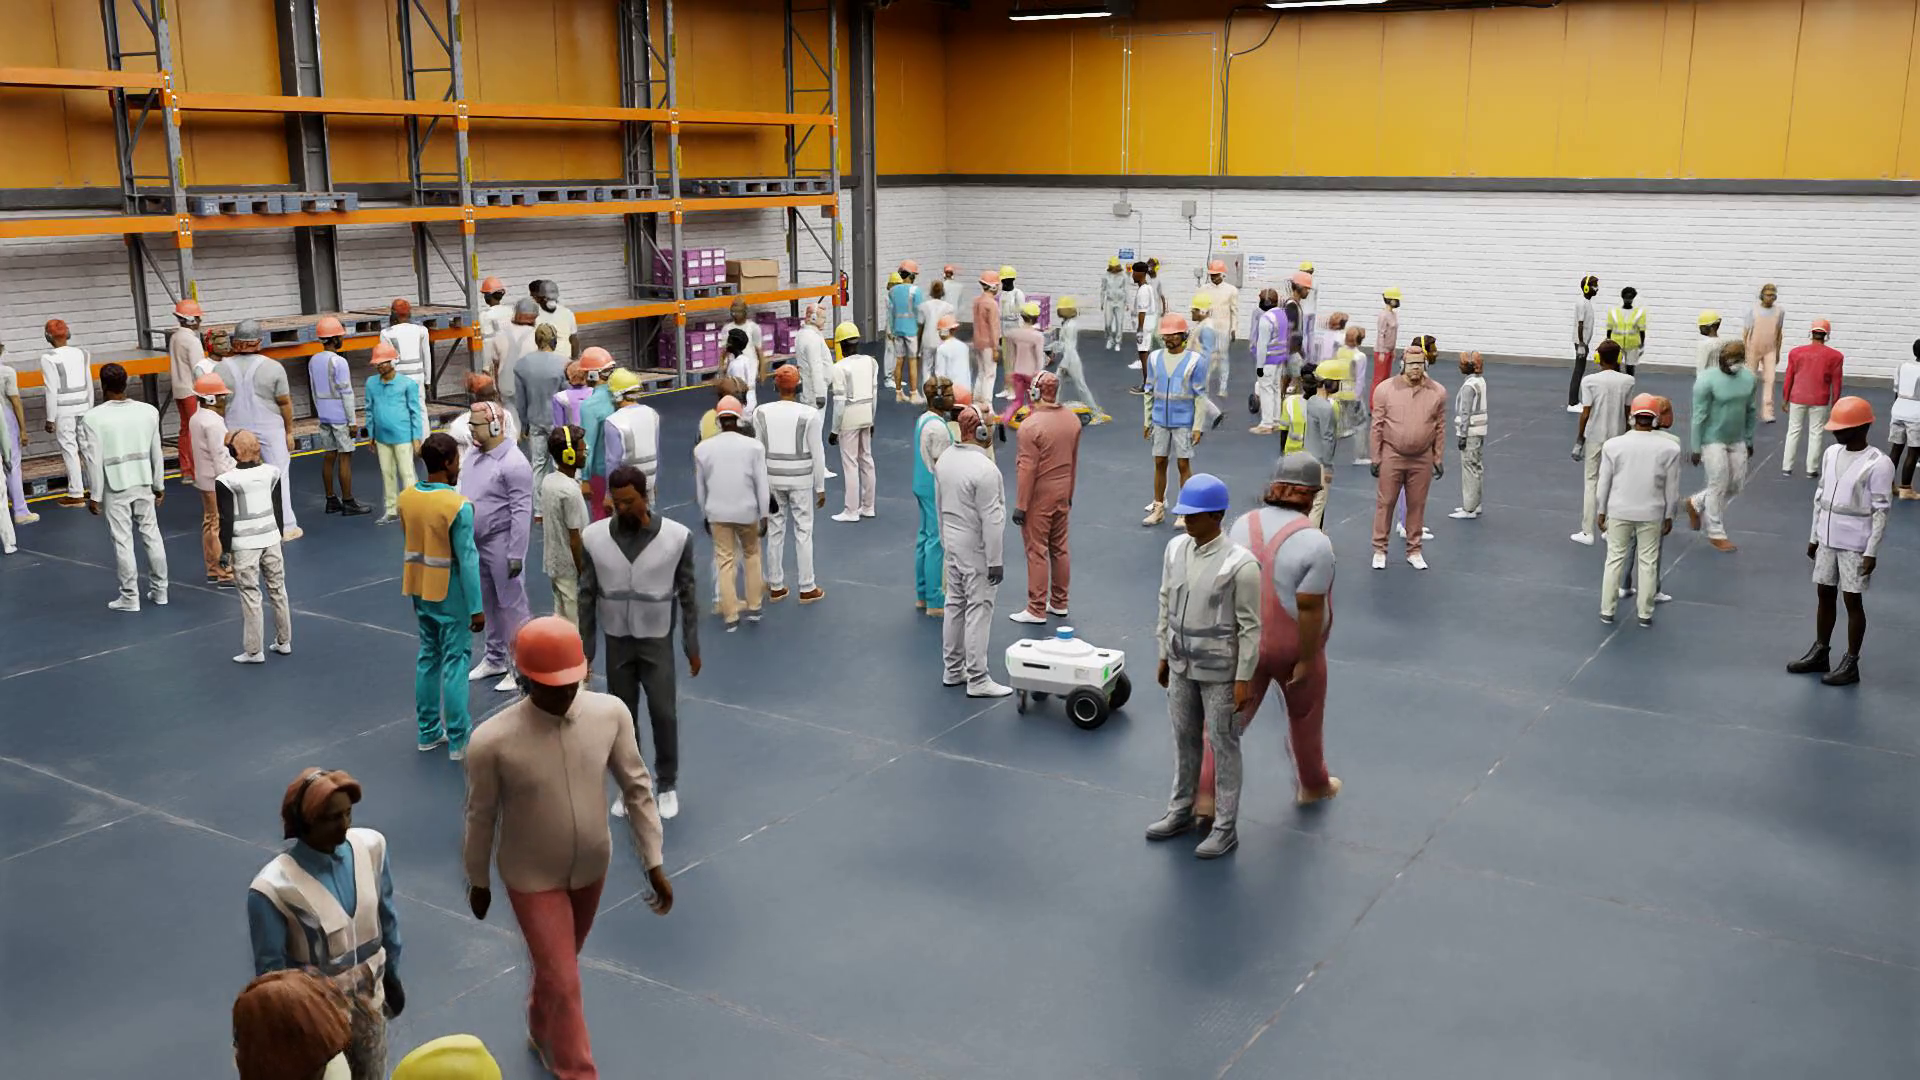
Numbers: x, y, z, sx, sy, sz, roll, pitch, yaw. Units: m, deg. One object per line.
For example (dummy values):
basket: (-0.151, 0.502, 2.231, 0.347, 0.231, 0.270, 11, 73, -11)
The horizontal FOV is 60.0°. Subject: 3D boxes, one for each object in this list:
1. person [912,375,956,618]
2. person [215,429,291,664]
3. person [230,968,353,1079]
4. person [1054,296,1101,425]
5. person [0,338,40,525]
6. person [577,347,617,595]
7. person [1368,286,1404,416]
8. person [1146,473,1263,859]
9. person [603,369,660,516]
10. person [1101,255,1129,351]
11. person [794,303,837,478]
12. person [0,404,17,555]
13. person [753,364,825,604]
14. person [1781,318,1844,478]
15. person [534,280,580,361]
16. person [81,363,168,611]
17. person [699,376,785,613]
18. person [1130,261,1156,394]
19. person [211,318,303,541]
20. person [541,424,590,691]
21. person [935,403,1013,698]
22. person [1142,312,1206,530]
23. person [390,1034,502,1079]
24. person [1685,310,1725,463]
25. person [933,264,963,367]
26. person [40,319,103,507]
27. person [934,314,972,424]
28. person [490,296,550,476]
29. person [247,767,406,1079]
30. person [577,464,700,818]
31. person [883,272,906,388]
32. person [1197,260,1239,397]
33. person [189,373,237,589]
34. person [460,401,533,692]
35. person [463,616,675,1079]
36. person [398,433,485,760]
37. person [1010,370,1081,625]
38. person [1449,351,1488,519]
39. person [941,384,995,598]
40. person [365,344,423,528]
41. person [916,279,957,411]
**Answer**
person: (-0.181, -0.333, 12.677, 0.351, 1.846, 0.506, -4, 13, -15)
person: (-4.881, 0.044, 11.497, 0.308, 1.640, 0.511, 7, 15, 28)
person: (-1.538, 1.775, 4.022, 0.397, 1.615, 0.519, -3, 13, -14)
person: (1.433, -2.324, 21.650, 0.925, 1.690, 0.491, -2, 13, -8)
person: (-9.121, -1.049, 15.785, 0.514, 1.843, 0.328, 0, 13, 2)
person: (-2.845, -0.553, 13.329, 0.406, 1.987, 0.615, 5, 14, 22)
person: (5.768, -2.534, 22.424, 0.350, 1.758, 0.522, 8, 15, 32)
person: (1.217, 0.622, 8.311, 0.406, 1.946, 0.608, -10, 17, -38)
person: (-2.633, -0.449, 13.250, 0.422, 1.820, 0.602, 7, 15, 29)
person: (2.790, -4.259, 29.970, 0.518, 1.723, 0.407, 2, 13, 7)
person: (-1.579, -1.637, 18.217, 0.407, 1.902, 0.639, -4, 14, -18)
person: (-8.561, -0.651, 14.512, 0.523, 1.638, 0.310, -10, 16, -36)
person: (-1.329, -0.434, 13.029, 0.587, 1.883, 0.342, 4, 14, 16)
person: (9.316, -1.552, 18.201, 0.578, 1.737, 0.355, 7, 15, 28)
person: (-4.958, -2.180, 20.260, 0.698, 2.000, 0.807, -10, 16, -36)
person: (-6.422, -0.406, 12.834, 0.376, 1.917, 0.600, 8, 15, 32)
person: (-1.612, -0.359, 12.848, 0.767, 1.822, 0.649, -9, 15, -33)
person: (2.701, -3.142, 24.630, 0.385, 1.957, 0.603, 2, 13, 10)
person: (-6.382, -0.998, 15.137, 0.673, 2.000, 0.535, -1, 13, -5)
person: (-2.391, 0.216, 10.241, 0.335, 1.873, 0.521, -8, 15, -30)
person: (0.105, 0.064, 10.814, 0.402, 1.910, 0.652, -8, 15, -30)
person: (1.997, -1.117, 15.645, 0.608, 2.044, 0.377, 7, 15, 29)
person: (-1.034, 1.841, 3.439, 0.340, 1.762, 0.525, -5, 14, -20)
person: (8.553, -1.753, 19.053, 0.545, 1.751, 0.376, -10, 16, -37)
person: (-0.250, -3.708, 27.626, 0.585, 1.705, 0.653, -8, 15, -30)
person: (-8.917, -1.272, 16.660, 0.337, 1.884, 0.585, 4, 14, 16)
person: (-0.051, -1.712, 18.951, 0.794, 1.719, 0.603, 8, 15, 32)
person: (-4.718, -1.625, 17.855, 0.695, 2.000, 0.815, 3, 13, 11)
person: (-1.984, 1.489, 5.257, 0.318, 1.630, 0.520, 7, 15, 28)
person: (-1.697, 0.529, 8.805, 0.623, 1.917, 0.413, 0, 13, 0)
person: (-0.980, -3.205, 25.361, 0.317, 1.743, 0.488, 5, 14, 20)
person: (3.745, -3.087, 24.306, 0.616, 1.989, 0.394, 6, 14, 25)
person: (-6.033, -0.485, 13.535, 0.327, 1.753, 0.561, -10, 16, -38)
person: (-3.072, 0.036, 10.944, 0.643, 1.909, 0.410, 11, 17, 40)
person: (-1.429, 1.178, 5.973, 0.609, 1.929, 1.092, -11, 17, -40)
person: (-3.011, 0.331, 9.663, 0.592, 1.911, 0.383, 9, 16, 34)
person: (0.617, -0.321, 12.492, 0.409, 1.907, 0.651, 11, 17, 40)
person: (4.952, -1.022, 16.146, 0.318, 1.630, 0.513, 7, 15, 27)
person: (0.002, -0.335, 12.879, 0.563, 1.755, 0.321, 2, 13, 10)
person: (-5.383, -0.983, 15.747, 0.579, 1.740, 0.403, 3, 13, 14)
person: (-0.321, -2.629, 22.658, 0.564, 1.831, 0.431, 0, 13, -1)
